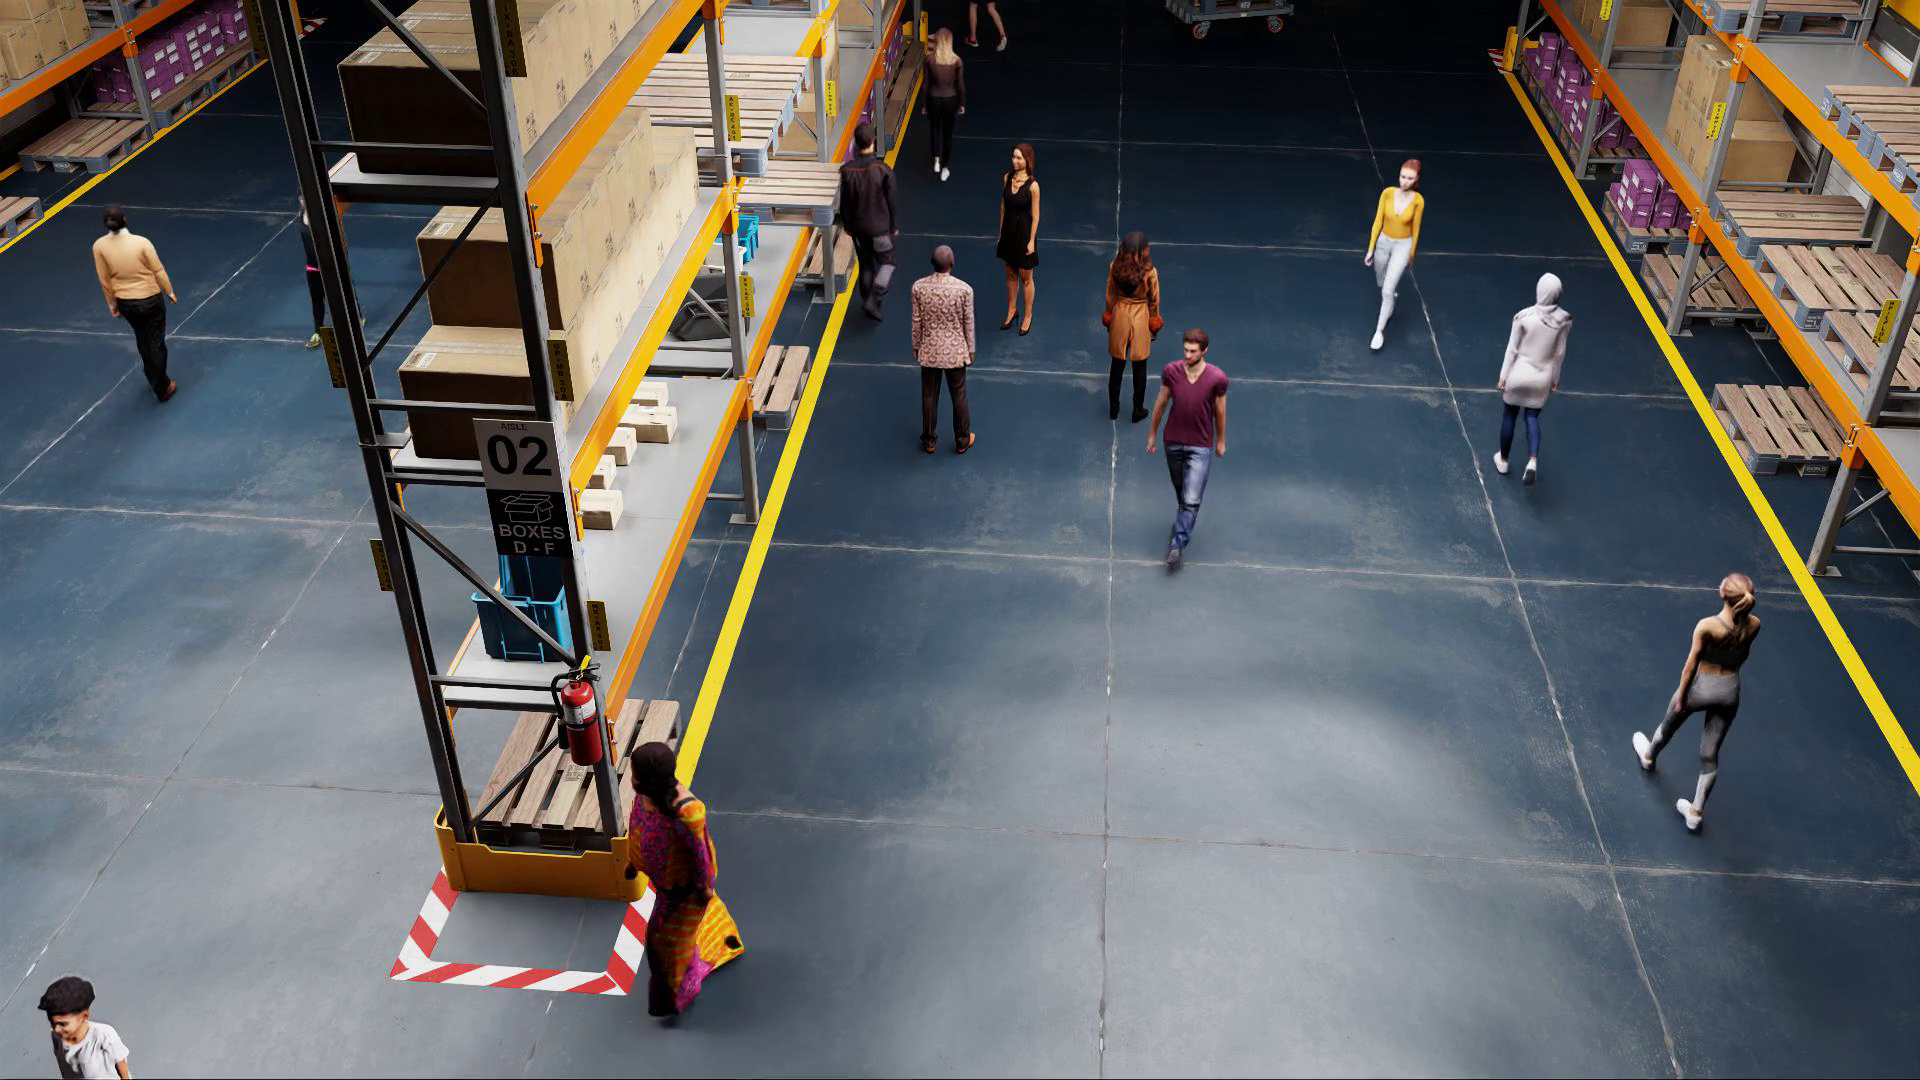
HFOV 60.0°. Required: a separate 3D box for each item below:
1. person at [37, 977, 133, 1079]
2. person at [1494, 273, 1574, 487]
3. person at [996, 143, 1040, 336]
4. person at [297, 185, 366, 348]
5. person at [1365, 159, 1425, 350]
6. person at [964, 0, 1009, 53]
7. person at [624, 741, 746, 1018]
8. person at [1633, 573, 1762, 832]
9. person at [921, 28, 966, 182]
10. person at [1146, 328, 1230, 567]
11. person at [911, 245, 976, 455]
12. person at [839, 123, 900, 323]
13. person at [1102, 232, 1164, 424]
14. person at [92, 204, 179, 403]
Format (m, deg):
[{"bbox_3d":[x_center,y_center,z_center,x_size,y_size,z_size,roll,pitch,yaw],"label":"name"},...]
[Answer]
[{"bbox_3d":[-4.081,2.546,7.891,0.488,1.259,0.474,2,34,3],"label":"person"},{"bbox_3d":[4.506,-1.223,13.108,0.619,1.760,0.903,2,34,2],"label":"person"},{"bbox_3d":[0.549,-2.768,15.366,0.663,1.834,0.691,24,41,32],"label":"person"},{"bbox_3d":[-5.825,-2.598,15.387,0.730,1.527,0.957,13,36,19],"label":"person"},{"bbox_3d":[4.006,-2.685,15.347,0.905,1.716,1.226,17,37,24],"label":"person"},{"bbox_3d":[0.371,-7.541,22.556,1.054,1.824,1.195,-19,38,-27],"label":"person"},{"bbox_3d":[-1.442,1.698,8.822,1.034,1.639,0.978,-24,41,-32],"label":"person"},{"bbox_3d":[4.470,0.988,9.862,0.584,1.670,1.016,2,34,3],"label":"person"},{"bbox_3d":[-0.205,-4.840,18.612,0.632,1.691,0.561,2,34,3],"label":"person"},{"bbox_3d":[1.736,-0.777,12.393,0.973,1.809,1.214,17,37,24],"label":"person"},{"bbox_3d":[-0.135,-1.540,13.543,0.677,1.807,0.594,5,34,8],"label":"person"},{"bbox_3d":[-0.846,-2.898,15.477,0.797,1.928,0.935,9,35,13],"label":"person"},{"bbox_3d":[1.443,-1.796,14.007,0.736,1.720,0.682,11,35,16],"label":"person"},{"bbox_3d":[-7.076,-2.001,14.304,0.722,1.733,0.846,-1,34,-2],"label":"person"}]
